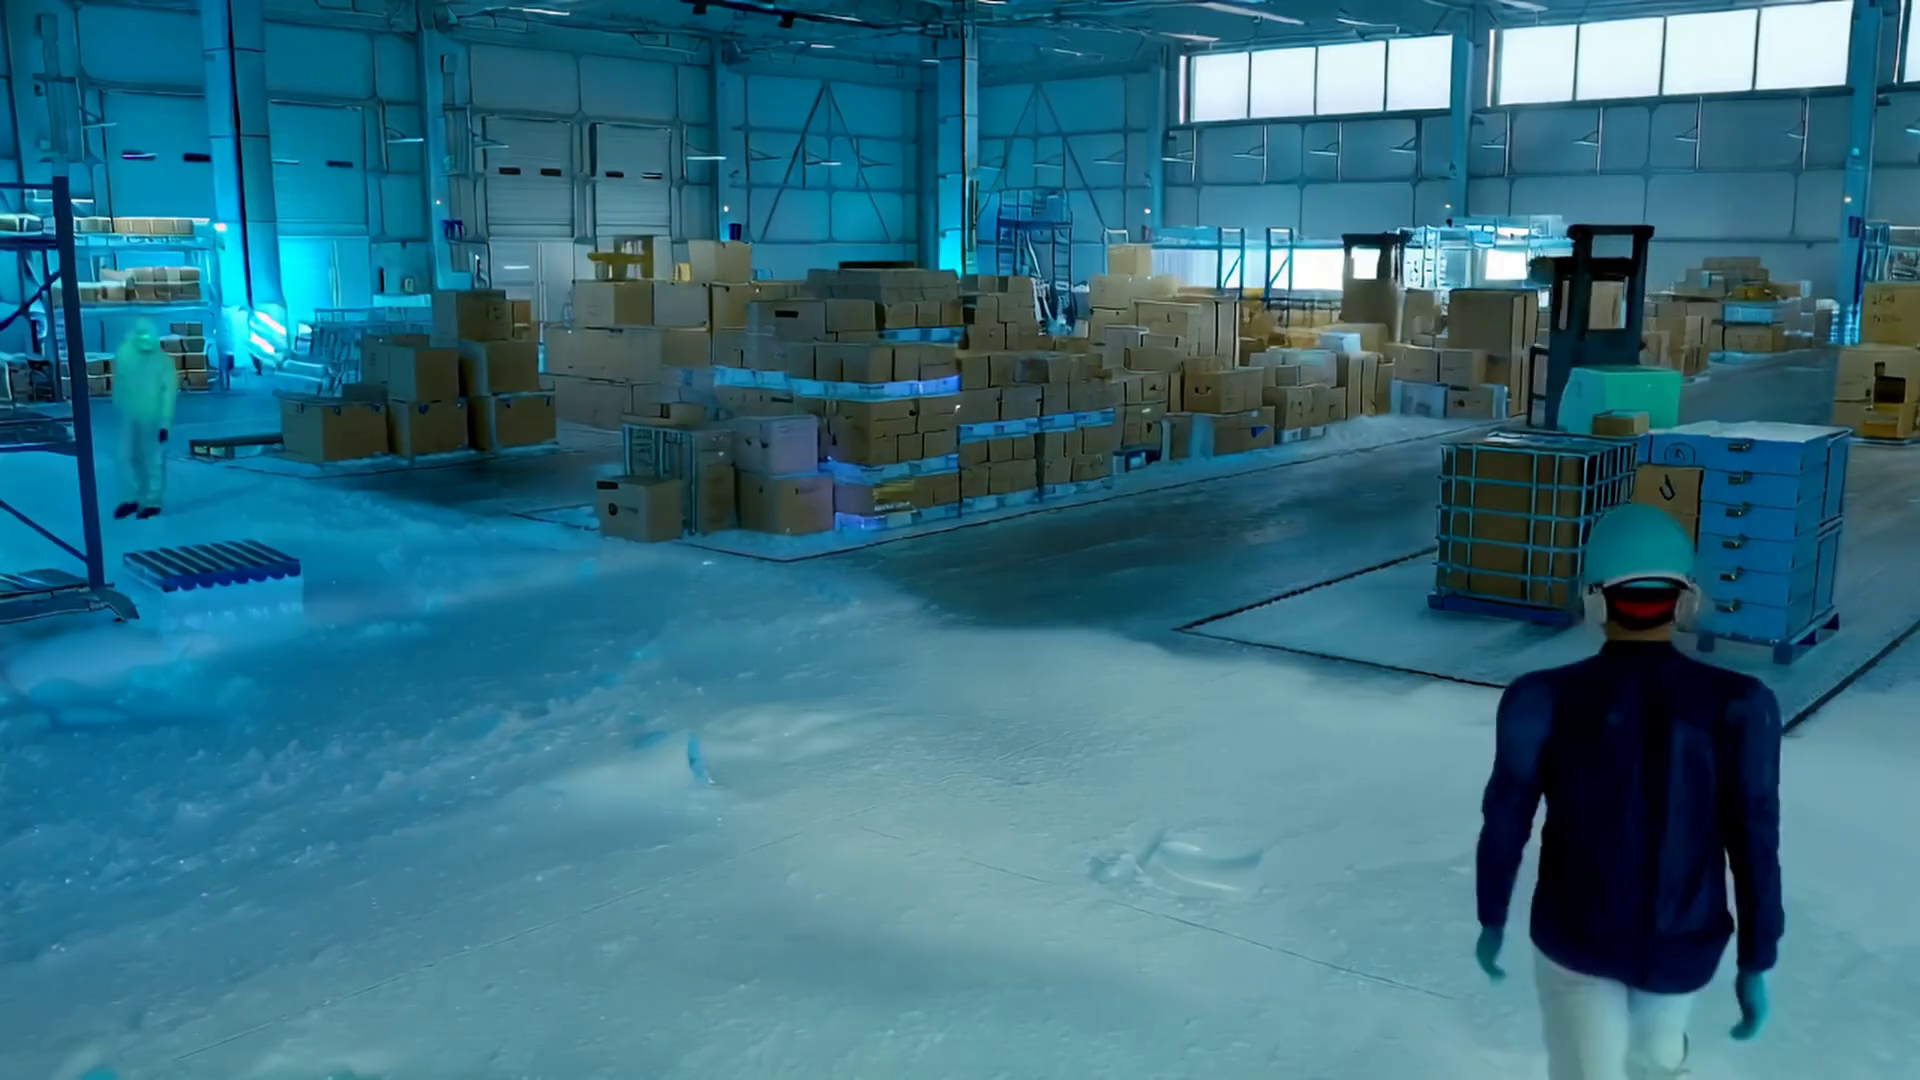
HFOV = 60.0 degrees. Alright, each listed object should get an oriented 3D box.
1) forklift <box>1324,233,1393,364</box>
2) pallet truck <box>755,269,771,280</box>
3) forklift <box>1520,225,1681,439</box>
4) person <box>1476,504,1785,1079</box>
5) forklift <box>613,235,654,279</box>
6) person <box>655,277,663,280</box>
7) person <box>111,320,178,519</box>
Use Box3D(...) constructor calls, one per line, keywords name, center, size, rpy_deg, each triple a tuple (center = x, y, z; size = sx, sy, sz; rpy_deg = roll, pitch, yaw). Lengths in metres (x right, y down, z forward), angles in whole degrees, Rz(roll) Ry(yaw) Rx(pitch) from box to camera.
Box3D(name="forklift", center=(7.981, -4.639, 32.807), size=(1.129, 2.768, 1.873), rpy_deg=(6, 12, 32))
Box3D(name="pallet truck", center=(-4.996, -6.432, 45.525), size=(1.885, 1.965, 0.823), rpy_deg=(-6, 12, -32))
Box3D(name="forklift", center=(8.001, -2.499, 20.619), size=(1.129, 2.768, 1.873), rpy_deg=(-2, 10, -10))
Box3D(name="person", center=(1.523, 0.888, 3.899), size=(0.634, 1.966, 0.804), rpy_deg=(2, 10, 9))
Box3D(name="forklift", center=(-7.295, -5.450, 37.422), size=(1.873, 2.768, 1.129), rpy_deg=(8, 13, 40))
Box3D(name="person", center=(-6.498, -4.724, 36.013), size=(0.640, 1.928, 0.389), rpy_deg=(-5, 11, -26))
Box3D(name="person", center=(-7.653, -1.120, 15.600), size=(0.717, 1.883, 0.452), rpy_deg=(1, 10, 5))
